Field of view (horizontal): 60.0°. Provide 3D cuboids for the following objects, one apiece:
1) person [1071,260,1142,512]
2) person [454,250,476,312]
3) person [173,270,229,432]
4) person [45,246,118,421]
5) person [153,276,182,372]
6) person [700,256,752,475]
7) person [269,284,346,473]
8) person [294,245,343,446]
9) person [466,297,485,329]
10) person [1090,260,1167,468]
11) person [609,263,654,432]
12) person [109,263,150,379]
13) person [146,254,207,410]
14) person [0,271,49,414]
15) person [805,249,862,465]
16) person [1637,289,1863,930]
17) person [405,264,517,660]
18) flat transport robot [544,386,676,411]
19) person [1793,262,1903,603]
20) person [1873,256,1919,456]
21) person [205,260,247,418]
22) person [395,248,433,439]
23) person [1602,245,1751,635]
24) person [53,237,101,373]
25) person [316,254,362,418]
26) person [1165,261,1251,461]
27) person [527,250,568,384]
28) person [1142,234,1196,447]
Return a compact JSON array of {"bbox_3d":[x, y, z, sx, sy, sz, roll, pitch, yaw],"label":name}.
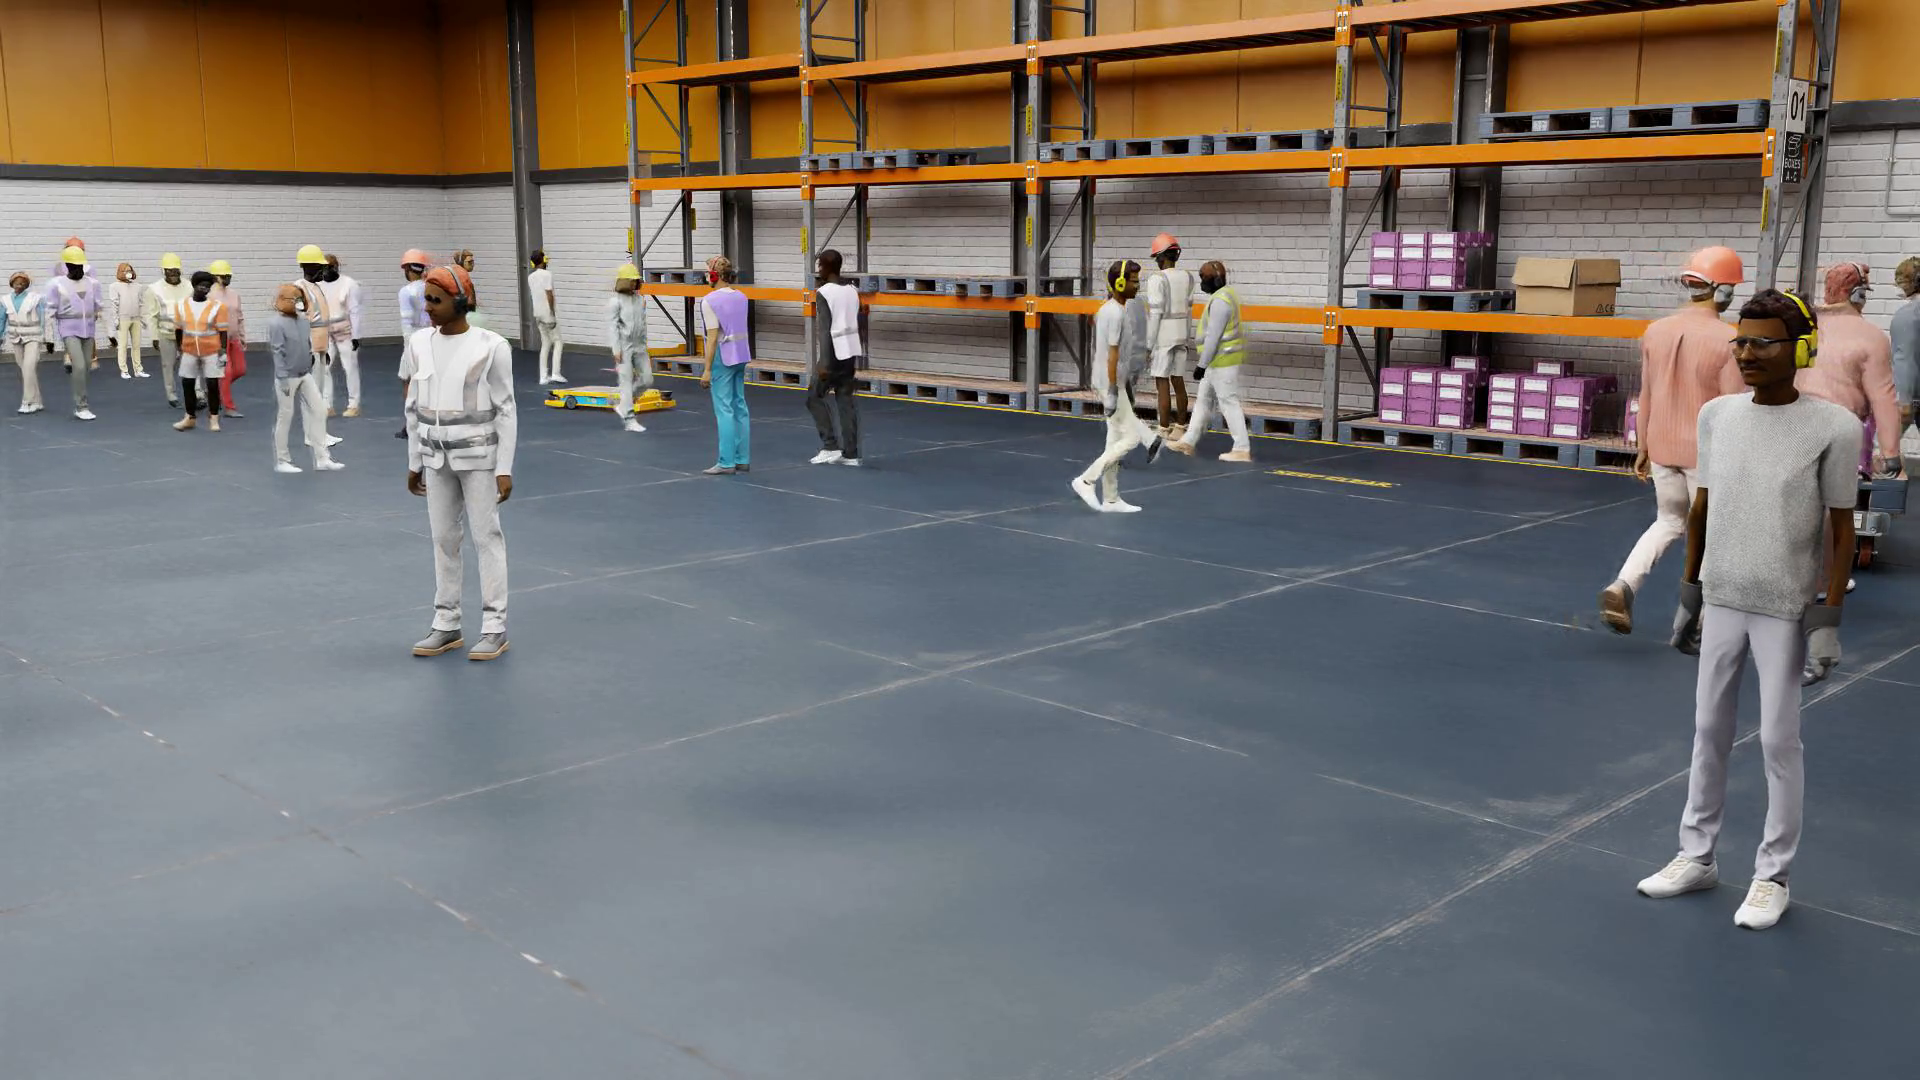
[{"bbox_3d":[1.111,-1.097,12.070,0.477,1.848,0.498,-1,10,-5],"label":"person"},{"bbox_3d":[-6.118,-2.653,20.545,0.325,1.843,0.517,-1,10,-5],"label":"person"},{"bbox_3d":[-7.783,-1.929,17.065,0.597,1.662,0.406,-1,10,-7],"label":"person"},{"bbox_3d":[-9.615,-2.251,18.218,0.701,1.899,0.616,6,12,28],"label":"person"},{"bbox_3d":[-11.595,-3.309,24.525,0.540,1.695,0.317,1,10,4],"label":"person"},{"bbox_3d":[-1.973,-1.465,14.061,0.392,1.846,0.564,5,12,27],"label":"person"},{"bbox_3d":[-5.573,-1.360,14.131,0.684,1.608,0.518,3,11,18],"label":"person"},{"bbox_3d":[-6.215,-1.867,16.033,0.366,1.927,0.585,-1,10,-7],"label":"person"},{"bbox_3d":[-4.373,-1.436,14.533,0.553,1.616,0.505,9,14,41],"label":"person"},{"bbox_3d":[1.458,-1.484,14.272,0.665,1.814,0.603,5,12,26],"label":"person"},{"bbox_3d":[-3.414,-1.985,17.196,0.403,1.729,0.507,7,12,32],"label":"person"},{"bbox_3d":[-11.801,-3.113,23.633,0.280,1.633,0.500,6,12,28],"label":"person"},{"bbox_3d":[-9.014,-2.382,19.180,0.625,1.799,0.877,-9,14,-40],"label":"person"},{"bbox_3d":[-10.642,-2.223,18.829,0.570,1.603,0.724,0,10,2],"label":"person"},{"bbox_3d":[-1.135,-1.595,14.628,0.560,1.896,0.636,6,12,28],"label":"person"},{"bbox_3d":[2.340,0.206,4.890,0.330,1.872,0.512,-7,13,-34],"label":"person"},{"bbox_3d":[-2.392,-0.364,7.953,0.573,1.885,0.357,3,11,18],"label":"person"},{"bbox_3d":[-4.091,-1.661,19.429,1.431,0.197,0.652,6,12,28],"label":"flat transport robot"},{"bbox_3d":[4.716,-0.527,8.861,0.880,1.871,0.683,-4,11,-22],"label":"person"},{"bbox_3d":[6.706,-1.015,11.525,0.656,1.891,0.996,-6,12,-29],"label":"person"},{"bbox_3d":[-8.239,-2.240,18.539,0.508,1.752,0.534,4,11,21],"label":"person"},{"bbox_3d":[-5.237,-1.913,16.382,0.865,1.904,0.540,6,12,28],"label":"person"},{"bbox_3d":[3.513,-0.431,8.072,0.623,1.973,0.632,-5,12,-27],"label":"person"},{"bbox_3d":[-13.119,-3.484,24.682,0.616,2.007,1.030,-2,11,-10],"label":"person"},{"bbox_3d":[-6.916,-2.240,18.383,0.654,1.813,0.691,1,10,6],"label":"person"},{"bbox_3d":[2.246,-1.594,14.939,0.852,1.791,0.654,2,11,8],"label":"person"},{"bbox_3d":[-5.660,-3.033,22.688,0.607,1.819,0.424,7,12,33],"label":"person"},{"bbox_3d":[1.976,-1.909,15.981,0.605,2.033,0.392,-9,14,-42],"label":"person"}]
